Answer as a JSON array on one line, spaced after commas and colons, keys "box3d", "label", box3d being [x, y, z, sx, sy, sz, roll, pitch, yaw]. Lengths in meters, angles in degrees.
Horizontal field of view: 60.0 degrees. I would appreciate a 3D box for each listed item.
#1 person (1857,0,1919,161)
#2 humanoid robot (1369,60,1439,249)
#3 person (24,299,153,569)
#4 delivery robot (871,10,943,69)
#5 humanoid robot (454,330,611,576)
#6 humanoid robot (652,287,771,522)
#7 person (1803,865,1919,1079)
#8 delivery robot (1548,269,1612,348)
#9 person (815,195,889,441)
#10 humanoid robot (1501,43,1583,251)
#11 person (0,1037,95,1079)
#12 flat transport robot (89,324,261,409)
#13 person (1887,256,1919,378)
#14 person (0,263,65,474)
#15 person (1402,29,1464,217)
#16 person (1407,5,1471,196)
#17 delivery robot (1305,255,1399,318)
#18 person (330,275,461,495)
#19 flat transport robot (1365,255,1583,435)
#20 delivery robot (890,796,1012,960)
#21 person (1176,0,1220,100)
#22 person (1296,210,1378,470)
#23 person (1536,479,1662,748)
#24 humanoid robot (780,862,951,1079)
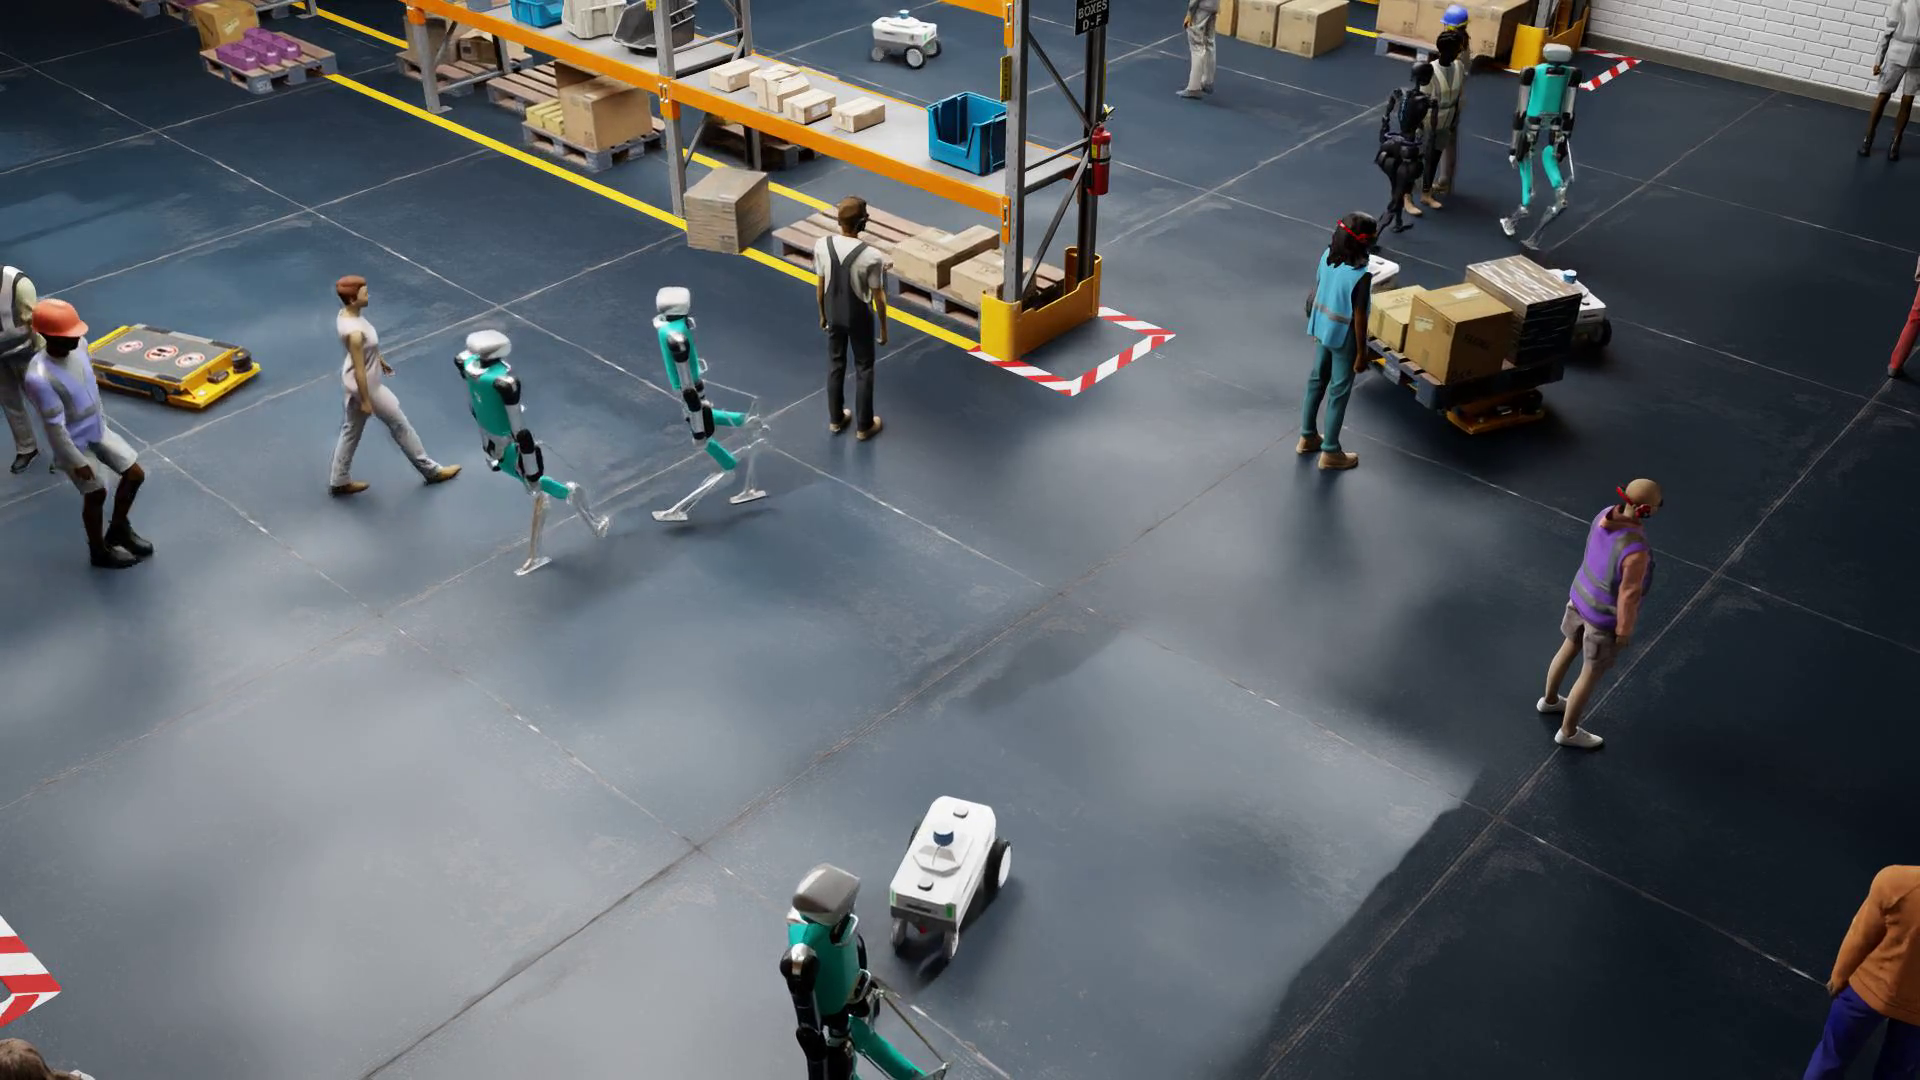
[{"box3d": [9.149, -4.634, 16.072, 0.546, 1.924, 0.382, 14, 37, 20], "label": "person"}, {"box3d": [3.847, -3.359, 14.489, 0.806, 1.617, 0.613, -25, 42, -31], "label": "humanoid robot"}, {"box3d": [-5.409, -0.641, 10.295, 0.535, 1.909, 0.578, 3, 35, 5], "label": "person"}, {"box3d": [-0.612, -5.664, 18.760, 0.784, 0.589, 0.499, 14, 37, 20], "label": "delivery robot"}, {"box3d": [-2.584, -0.582, 10.407, 0.553, 1.825, 0.889, 27, 43, 33], "label": "humanoid robot"}, {"box3d": [-1.570, -0.847, 10.758, 1.010, 1.741, 0.551, -10, 36, -14], "label": "humanoid robot"}, {"box3d": [3.791, 1.802, 6.705, 0.511, 1.975, 0.406, 15, 37, 20], "label": "person"}, {"box3d": [4.811, -1.841, 13.241, 0.499, 0.612, 0.814, -8, 35, -12], "label": "delivery robot"}, {"box3d": [-0.757, -1.540, 11.665, 0.526, 1.832, 0.355, 12, 36, 17], "label": "person"}, {"box3d": [5.034, -3.305, 14.290, 0.532, 1.717, 0.952, -2, 35, -3], "label": "humanoid robot"}, {"box3d": [-3.238, 2.406, 6.098, 0.337, 1.659, 0.489, 22, 40, 29], "label": "person"}, {"box3d": [-6.173, -1.351, 12.767, 1.431, 0.231, 0.659, 13, 37, 18], "label": "flat transport robot"}, {"box3d": [7.386, -1.976, 12.366, 0.519, 1.758, 0.346, 27, 43, 33], "label": "person"}, {"box3d": [-6.471, -1.281, 11.305, 0.596, 1.821, 0.403, 2, 35, 3], "label": "person"}, {"box3d": [4.279, -3.770, 15.019, 0.534, 1.692, 0.319, -19, 39, -25], "label": "person"}, {"box3d": [4.395, -4.076, 15.401, 0.685, 1.755, 0.482, 29, 44, 35], "label": "person"}, {"box3d": [3.226, -2.044, 13.493, 0.745, 0.565, 0.499, -27, 43, -34], "label": "delivery robot"}, {"box3d": [-3.949, -1.039, 11.126, 0.870, 1.614, 0.453, -17, 38, -22], "label": "person"}, {"box3d": [3.726, -1.257, 12.631, 0.659, 0.231, 1.431, -14, 37, -19], "label": "flat transport robot"}, {"box3d": [-0.069, 1.616, 8.222, 0.499, 0.601, 0.775, 11, 36, 16], "label": "delivery robot"}, {"box3d": [2.570, -5.594, 17.481, 0.377, 1.896, 0.545, 25, 42, 32], "label": "person"}, {"box3d": [2.583, -1.363, 11.378, 0.373, 1.865, 0.535, -15, 37, -21], "label": "person"}, {"box3d": [3.478, 0.387, 9.004, 0.355, 1.684, 0.486, -3, 35, -4], "label": "person"}, {"box3d": [-0.305, 2.008, 6.573, 0.700, 1.751, 0.536, 10, 36, 14], "label": "humanoid robot"}]
